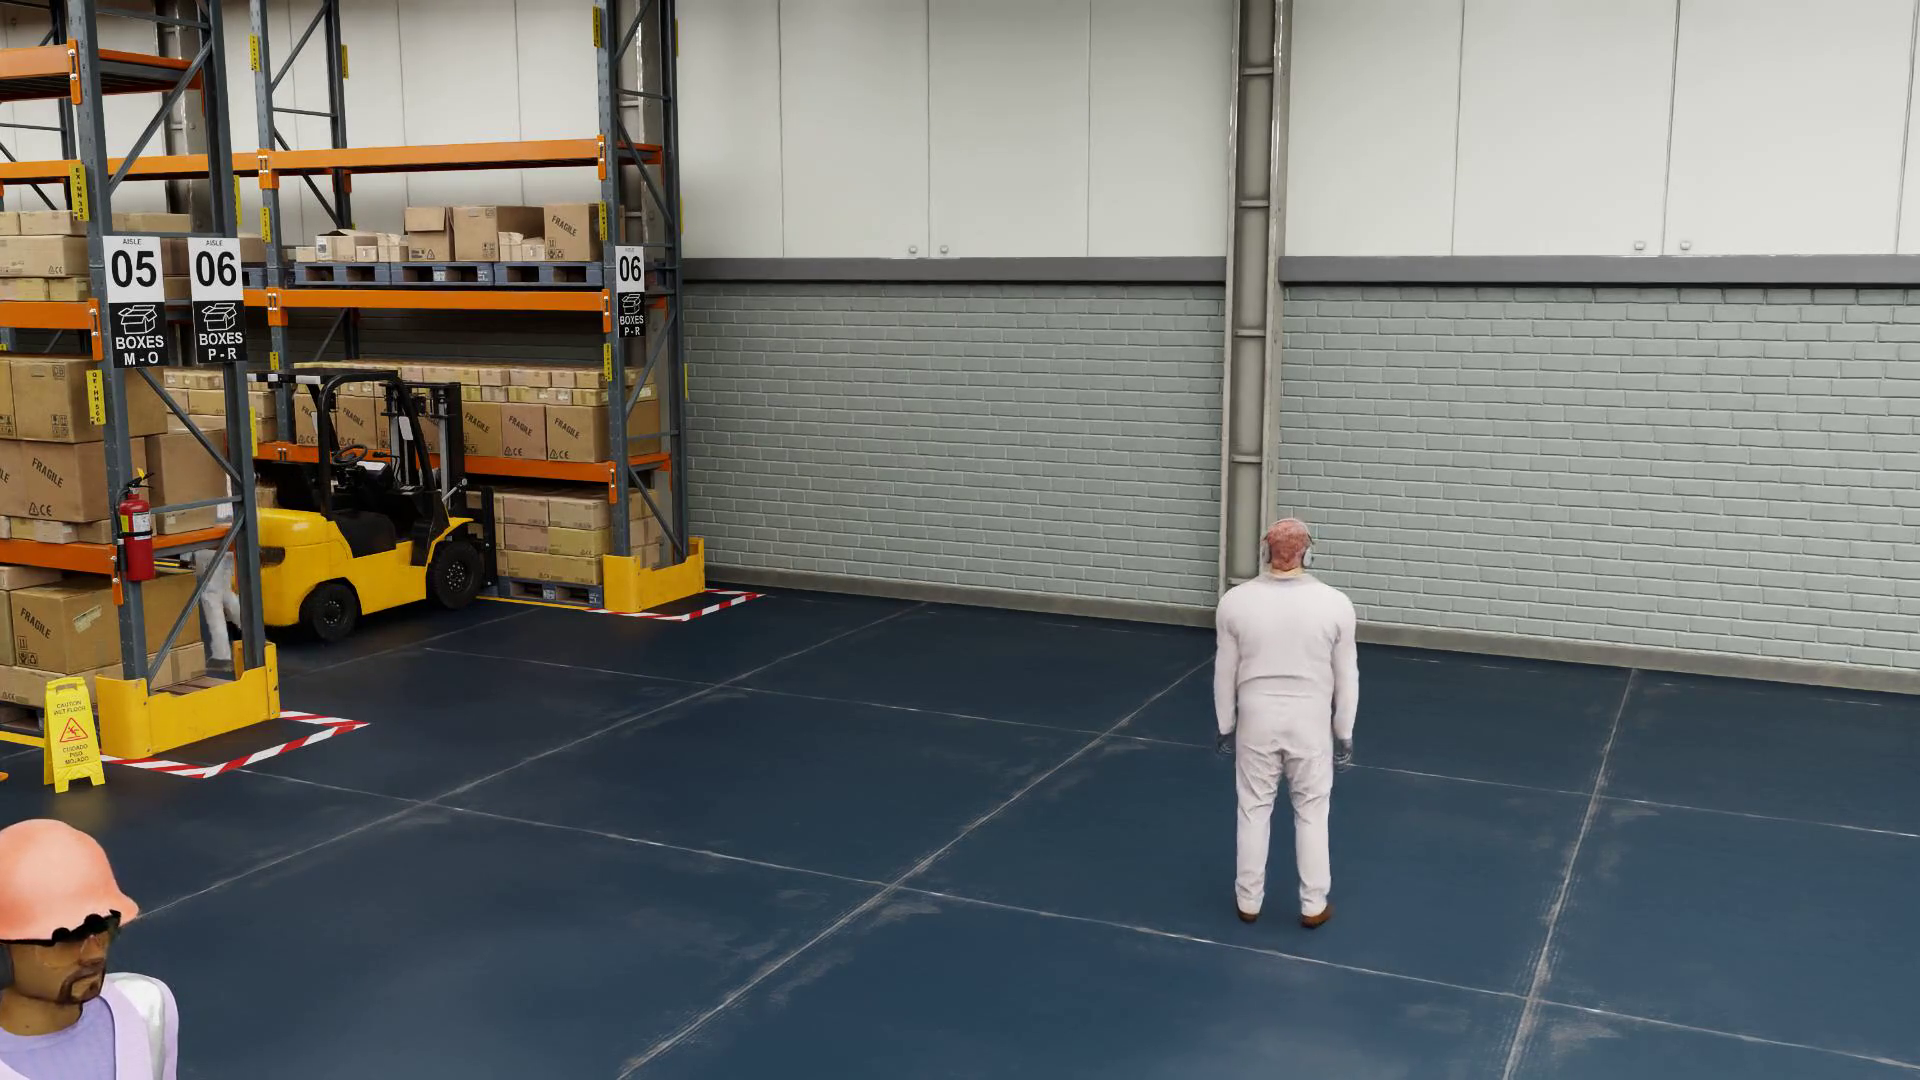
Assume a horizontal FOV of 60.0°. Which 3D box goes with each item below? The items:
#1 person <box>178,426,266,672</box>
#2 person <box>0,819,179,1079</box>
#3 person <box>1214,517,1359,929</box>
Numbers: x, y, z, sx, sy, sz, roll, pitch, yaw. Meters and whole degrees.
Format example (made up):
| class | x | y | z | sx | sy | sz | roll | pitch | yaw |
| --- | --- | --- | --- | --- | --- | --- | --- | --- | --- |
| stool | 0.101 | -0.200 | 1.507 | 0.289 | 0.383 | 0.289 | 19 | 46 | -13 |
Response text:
| class | x | y | z | sx | sy | sz | roll | pitch | yaw |
| --- | --- | --- | --- | --- | --- | --- | --- | --- | --- |
| person | -5.593 | 0.073 | 12.519 | 0.438 | 1.871 | 0.583 | 3 | 10 | 19 |
| person | -1.659 | 1.513 | 3.128 | 0.365 | 2.048 | 0.608 | 3 | 10 | 19 |
| person | 1.502 | 0.841 | 7.679 | 0.651 | 1.906 | 0.403 | 2 | 10 | 14 |
